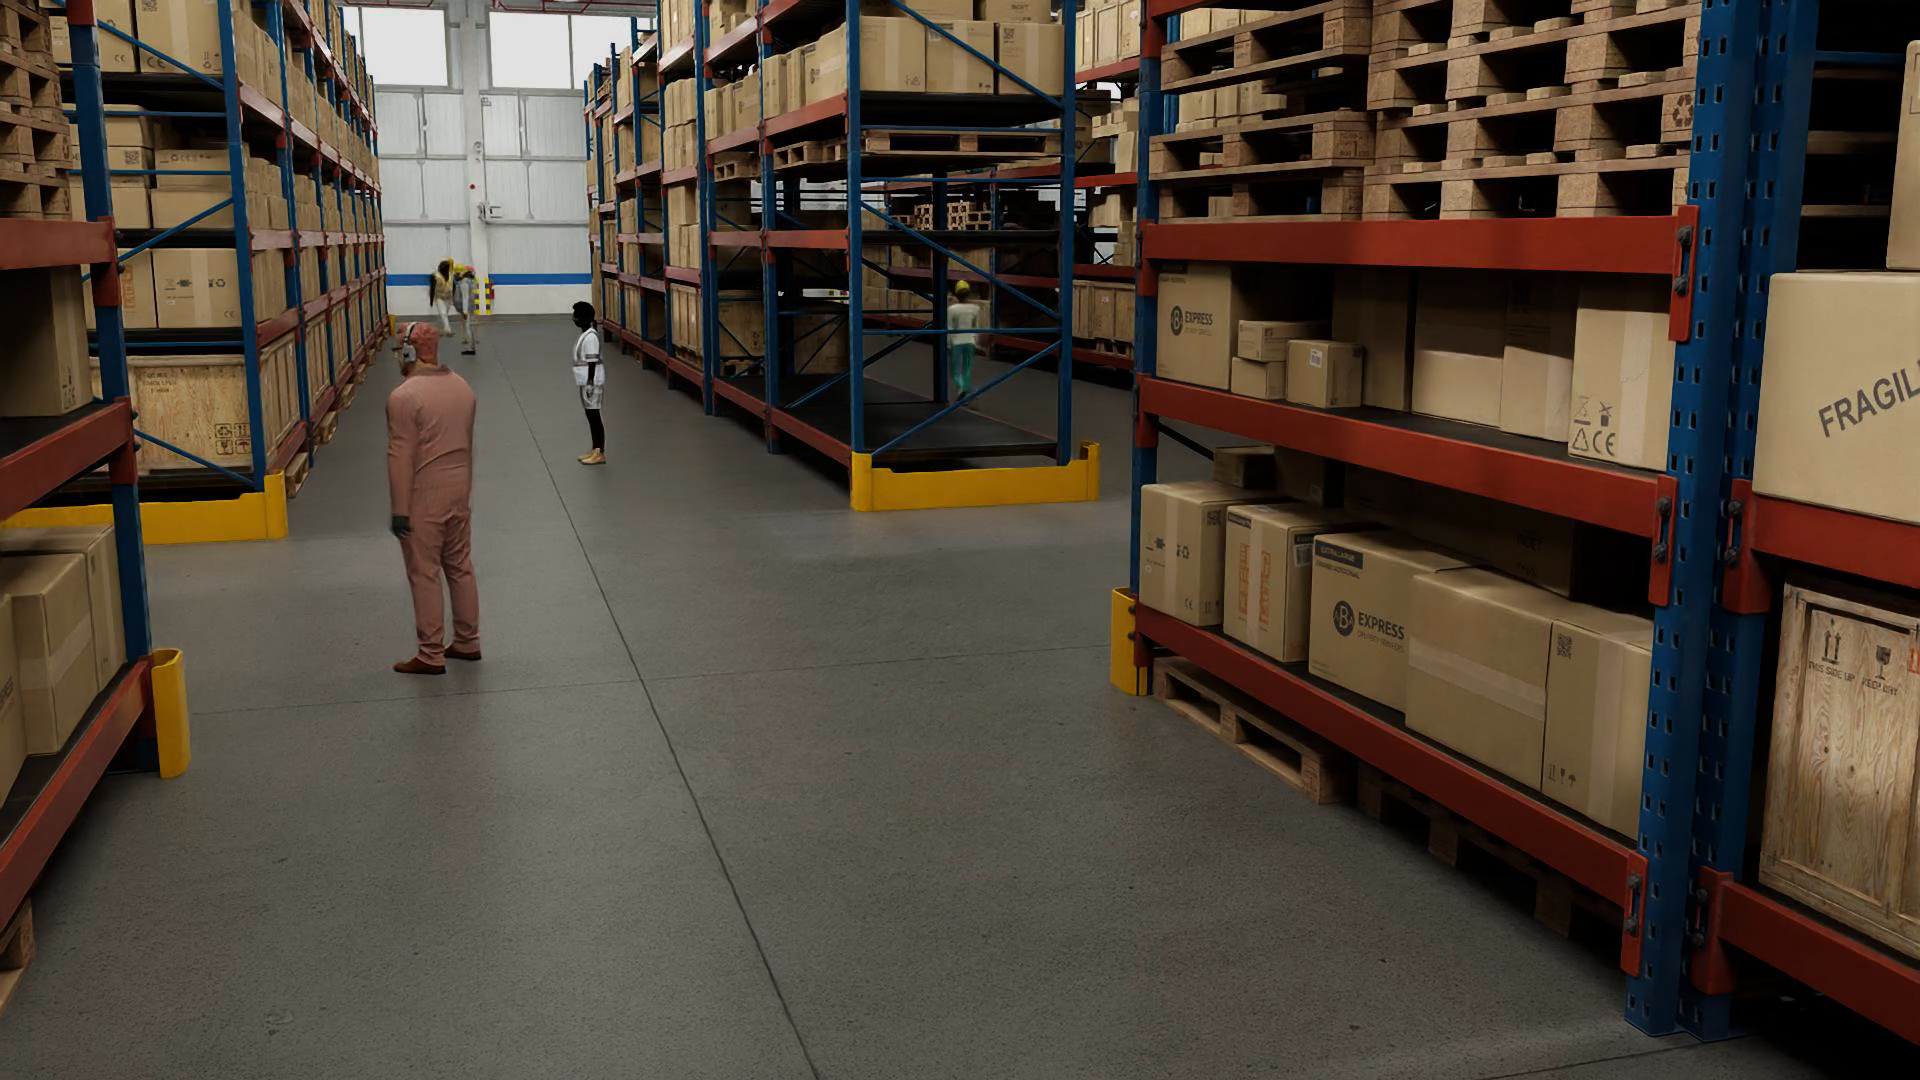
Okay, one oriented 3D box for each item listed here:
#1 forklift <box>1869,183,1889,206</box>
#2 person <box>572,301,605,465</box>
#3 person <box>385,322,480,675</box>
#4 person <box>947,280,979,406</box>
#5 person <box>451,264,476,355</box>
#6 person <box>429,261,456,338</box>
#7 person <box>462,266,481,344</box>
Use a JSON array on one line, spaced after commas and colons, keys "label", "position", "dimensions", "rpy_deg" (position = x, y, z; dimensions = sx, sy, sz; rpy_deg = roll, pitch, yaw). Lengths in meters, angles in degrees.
[{"label": "forklift", "position": [7.411, -1.610, 13.893], "dimensions": [1.873, 2.768, 1.129], "rpy_deg": [-3, 11, -16]}, {"label": "person", "position": [-3.851, -1.625, 17.247], "dimensions": [0.317, 1.691, 0.535], "rpy_deg": [-4, 11, -21]}, {"label": "person", "position": [-2.882, -0.227, 9.020], "dimensions": [0.399, 1.900, 0.647], "rpy_deg": [4, 11, 20]}, {"label": "person", "position": [0.033, -2.733, 23.147], "dimensions": [0.530, 1.755, 0.401], "rpy_deg": [-4, 11, -22]}, {"label": "person", "position": [-9.878, -4.580, 33.118], "dimensions": [0.415, 1.821, 0.608], "rpy_deg": [-3, 11, -17]}, {"label": "person", "position": [-12.117, -5.647, 39.050], "dimensions": [0.973, 1.788, 0.636], "rpy_deg": [9, 14, 42]}, {"label": "person", "position": [-10.799, -5.162, 36.564], "dimensions": [0.582, 1.709, 0.529], "rpy_deg": [8, 13, 37]}]
